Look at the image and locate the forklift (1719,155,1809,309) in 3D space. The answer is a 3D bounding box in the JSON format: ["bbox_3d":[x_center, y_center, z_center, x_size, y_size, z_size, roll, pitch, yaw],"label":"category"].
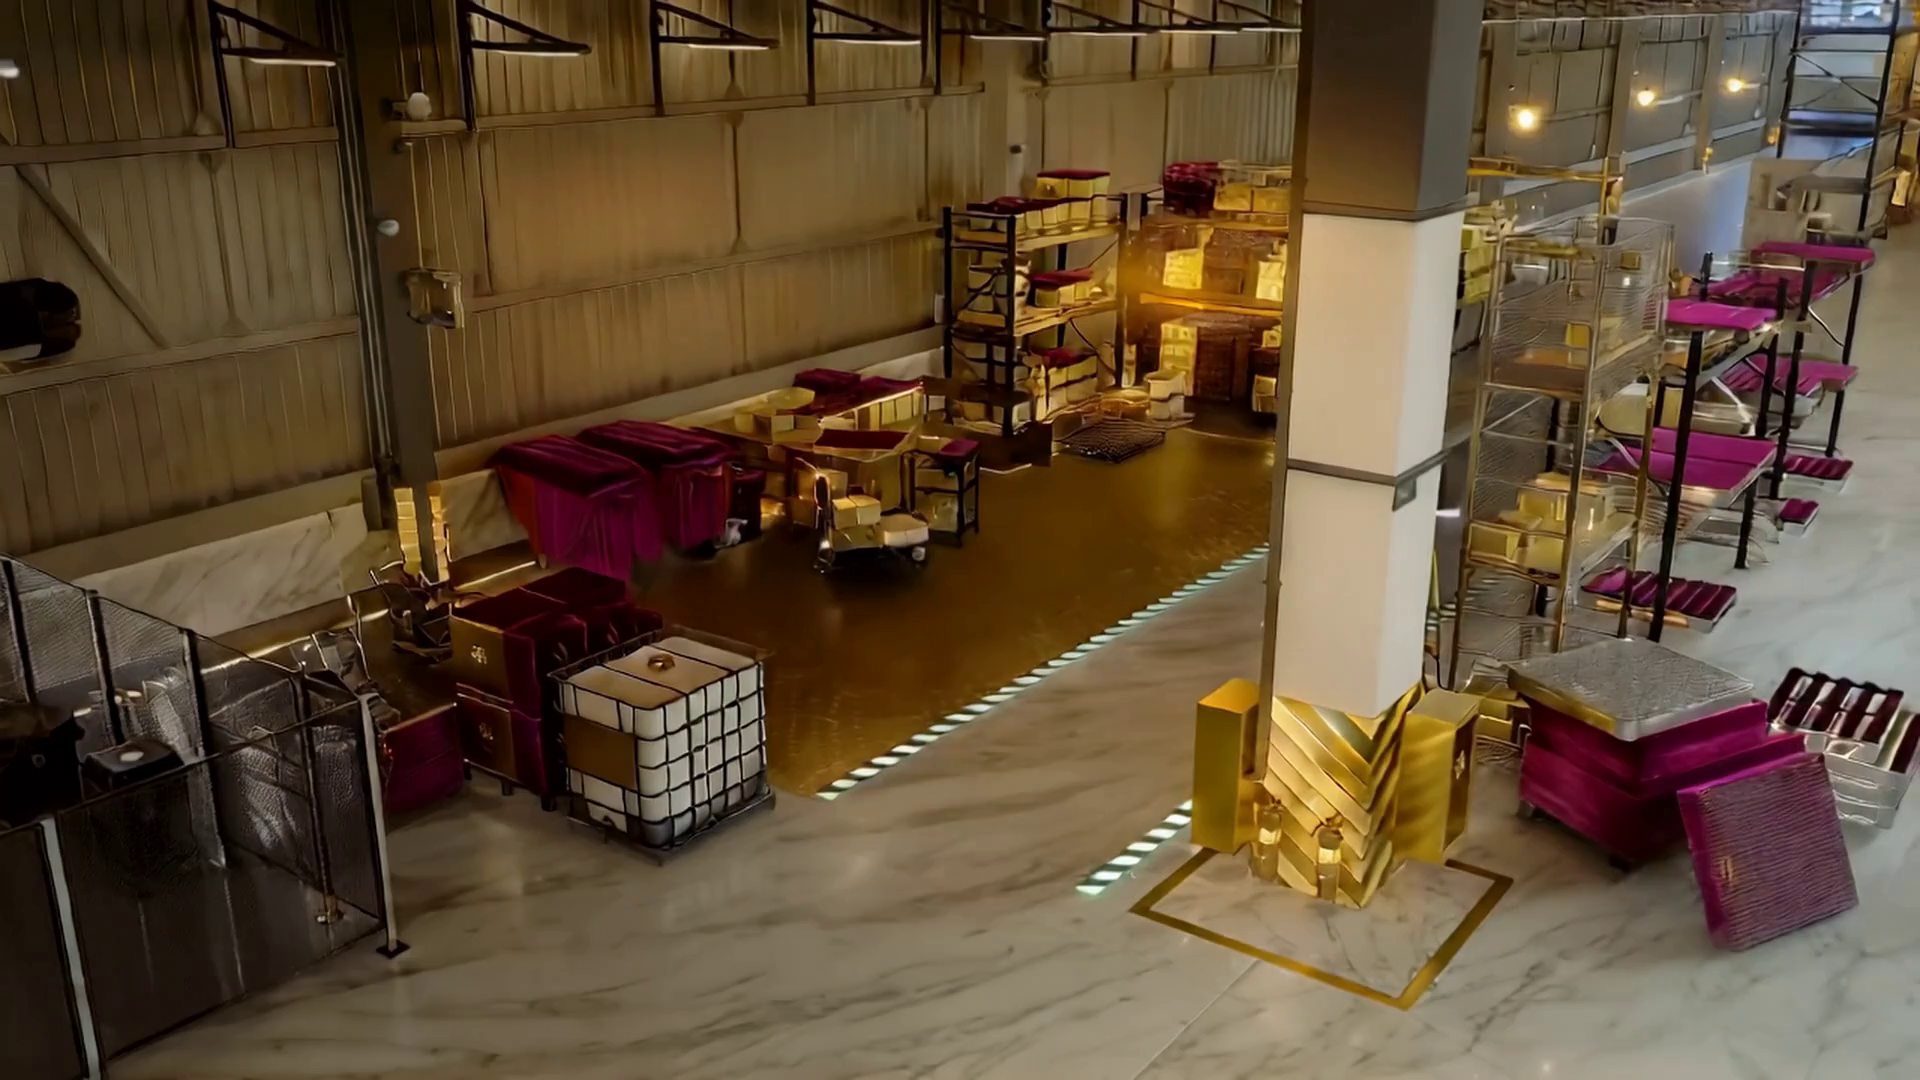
[{"bbox_3d":[15.307,-5.825,31.449,1.129,2.768,1.873,13,22,34],"label":"forklift"}]
